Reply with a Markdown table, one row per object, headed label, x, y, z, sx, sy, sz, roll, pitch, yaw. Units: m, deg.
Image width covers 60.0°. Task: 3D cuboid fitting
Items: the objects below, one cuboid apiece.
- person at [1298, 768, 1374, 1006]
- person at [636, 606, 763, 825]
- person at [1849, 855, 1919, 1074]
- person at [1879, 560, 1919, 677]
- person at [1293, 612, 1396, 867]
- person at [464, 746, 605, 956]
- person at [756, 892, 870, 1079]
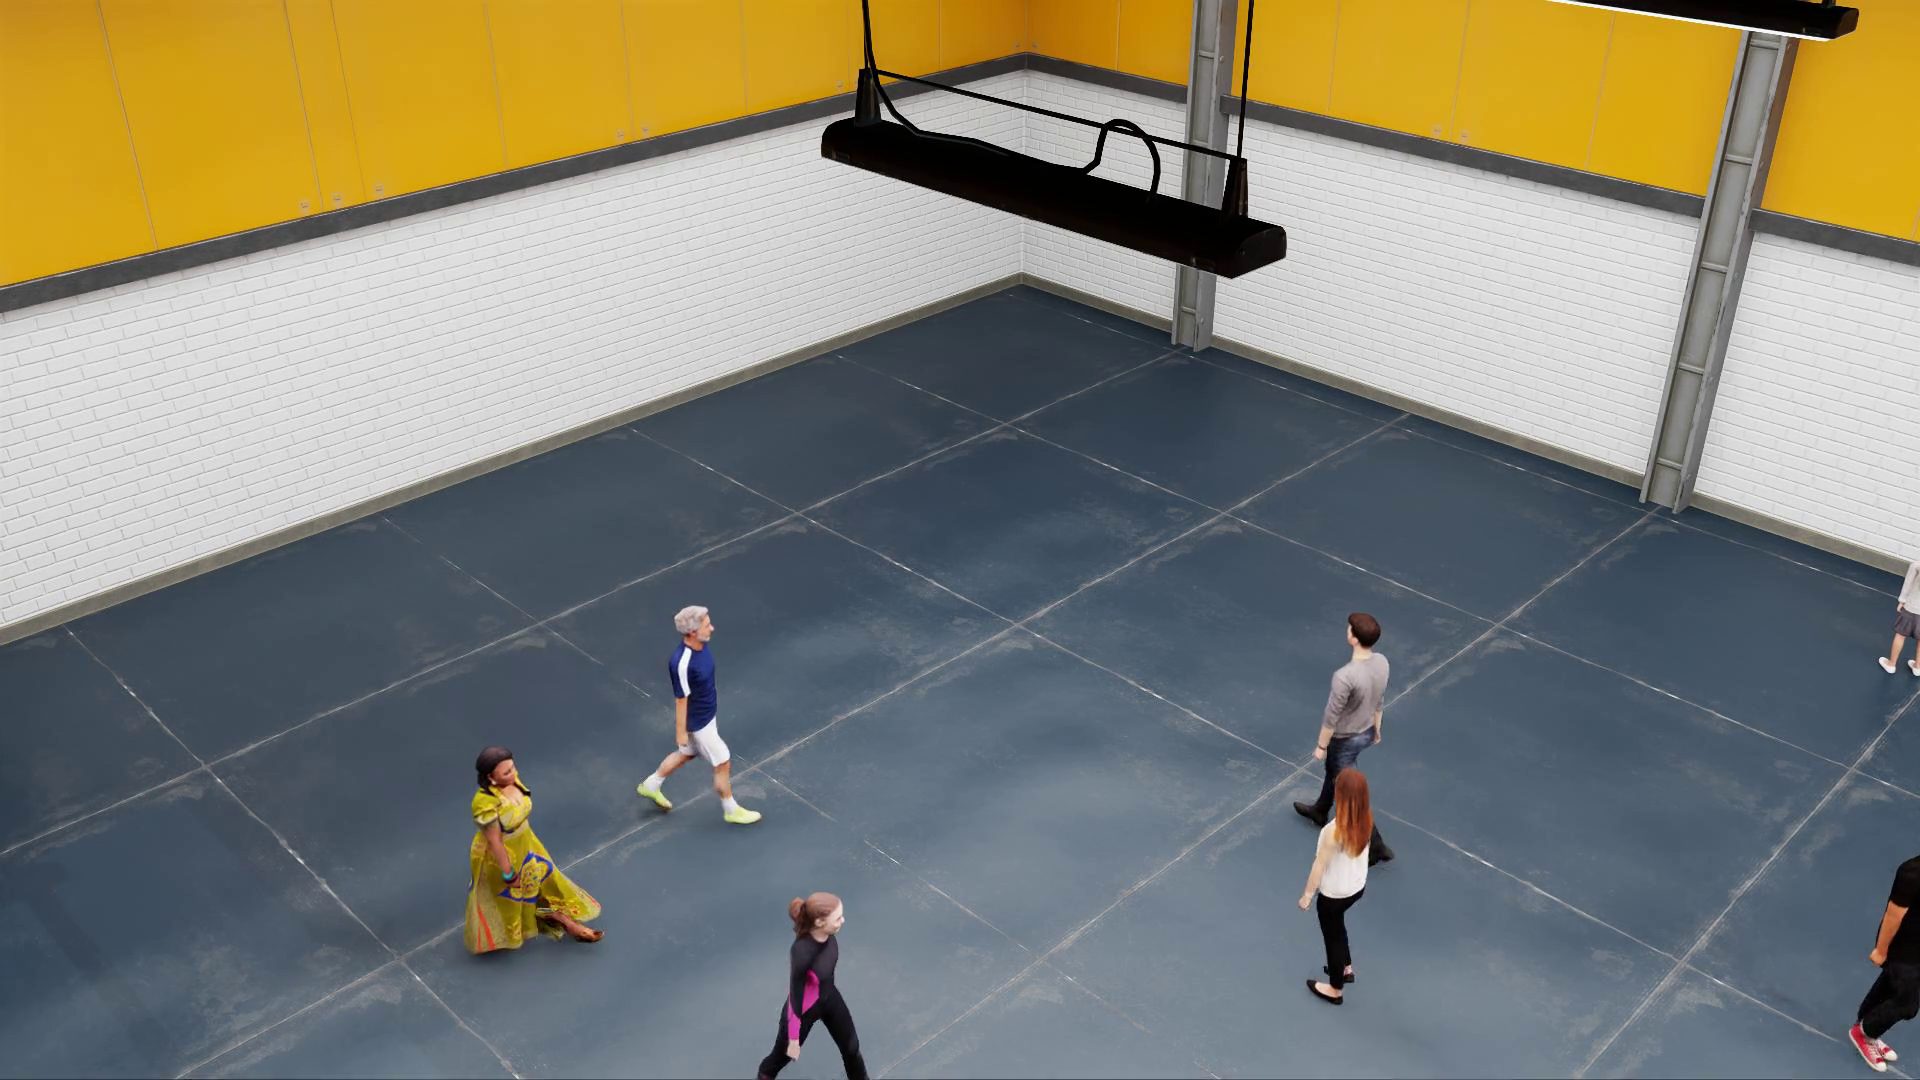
| label | x | y | z | sx | sy | sz | roll | pitch | yaw |
| --- | --- | --- | --- | --- | --- | --- | --- | --- | --- |
| person | 2.412 | 2.187 | 10.235 | 0.535 | 1.712 | 0.587 | 25 | 37 | 38 |
| person | -1.960 | 1.261 | 11.841 | 1.239 | 1.801 | 1.120 | 1 | 29 | 3 |
| person | 5.581 | 2.343 | 9.913 | 0.672 | 1.747 | 0.661 | -17 | 33 | -28 |
| person | 7.938 | 0.531 | 13.729 | 0.585 | 1.274 | 0.657 | 5 | 29 | 9 |
| person | 2.764 | 1.403 | 11.501 | 0.766 | 1.877 | 1.198 | -22 | 36 | -35 |
| person | -2.988 | 2.016 | 10.649 | 1.298 | 1.617 | 1.164 | 5 | 29 | 8 |
| person | -0.896 | 2.658 | 9.399 | 1.213 | 1.686 | 0.942 | 15 | 32 | 26 |
